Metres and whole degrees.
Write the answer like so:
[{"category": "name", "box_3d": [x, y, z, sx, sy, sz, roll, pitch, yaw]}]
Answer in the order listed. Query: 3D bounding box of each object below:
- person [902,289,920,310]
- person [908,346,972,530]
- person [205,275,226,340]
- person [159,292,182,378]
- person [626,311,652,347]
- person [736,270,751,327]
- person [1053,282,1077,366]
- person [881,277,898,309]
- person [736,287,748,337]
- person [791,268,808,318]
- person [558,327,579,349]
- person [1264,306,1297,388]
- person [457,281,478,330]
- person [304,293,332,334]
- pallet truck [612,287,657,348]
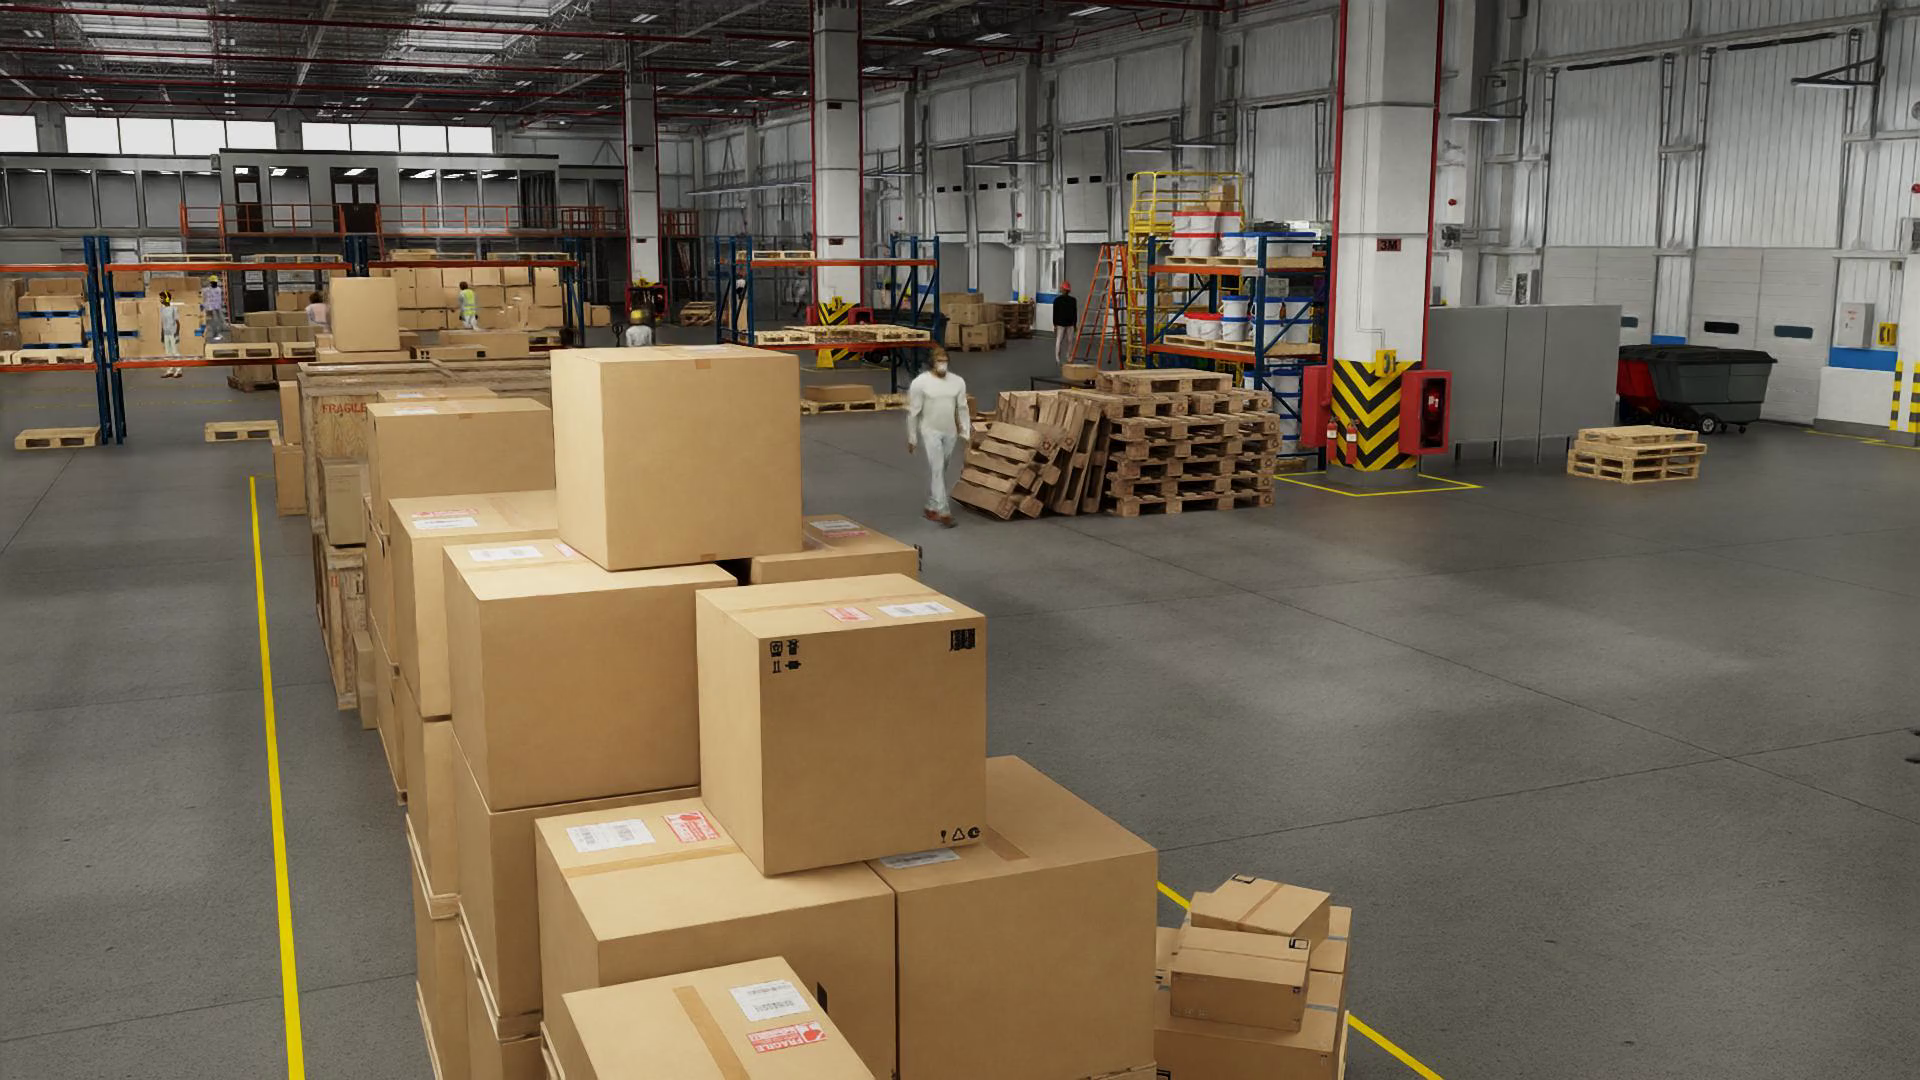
[{"category": "person", "box_3d": [-1.244, -5.530, 42.354, 0.544, 1.713, 0.902, -5, 11, -24]}, {"category": "person", "box_3d": [-0.213, -1.073, 17.378, 0.622, 1.890, 1.011, -6, 12, -28]}, {"category": "person", "box_3d": [-22.068, -6.889, 49.329, 0.437, 1.910, 0.596, 5, 11, 25]}, {"category": "person", "box_3d": [-16.991, -4.400, 35.752, 0.520, 1.861, 0.332, 5, 11, 25]}, {"category": "person", "box_3d": [-5.816, -3.297, 30.140, 0.502, 1.694, 0.915, -6, 12, -28]}, {"category": "person", "box_3d": [-7.419, -8.160, 56.279, 1.025, 1.950, 0.620, -10, 14, -43]}, {"category": "person", "box_3d": [2.487, -5.102, 39.289, 0.608, 1.986, 0.400, -4, 11, -20]}, {"category": "person", "box_3d": [-2.081, -6.519, 47.346, 0.617, 1.880, 0.945, 8, 13, 36]}, {"category": "person", "box_3d": [-5.884, -5.928, 44.622, 0.533, 1.697, 0.319, -8, 13, -39]}, {"category": "person", "box_3d": [-6.066, -9.313, 62.774, 1.003, 1.878, 0.554, 7, 12, 33]}, {"category": "person", "box_3d": [-5.191, -1.954, 22.368, 0.716, 1.828, 0.520, 6, 12, 28]}, {"category": "person", "box_3d": [5.283, -2.895, 27.395, 0.575, 1.883, 0.355, 0, 10, -2]}, {"category": "person", "box_3d": [-13.704, -6.296, 46.322, 0.488, 1.819, 0.645, 5, 11, 26]}, {"category": "person", "box_3d": [-14.285, -4.615, 37.107, 0.617, 1.810, 0.943, -8, 13, -39]}, {"category": "pallet truck", "box_3d": [-6.464, -4.406, 35.401, 0.823, 1.965, 1.885, 6, 12, 32]}]
